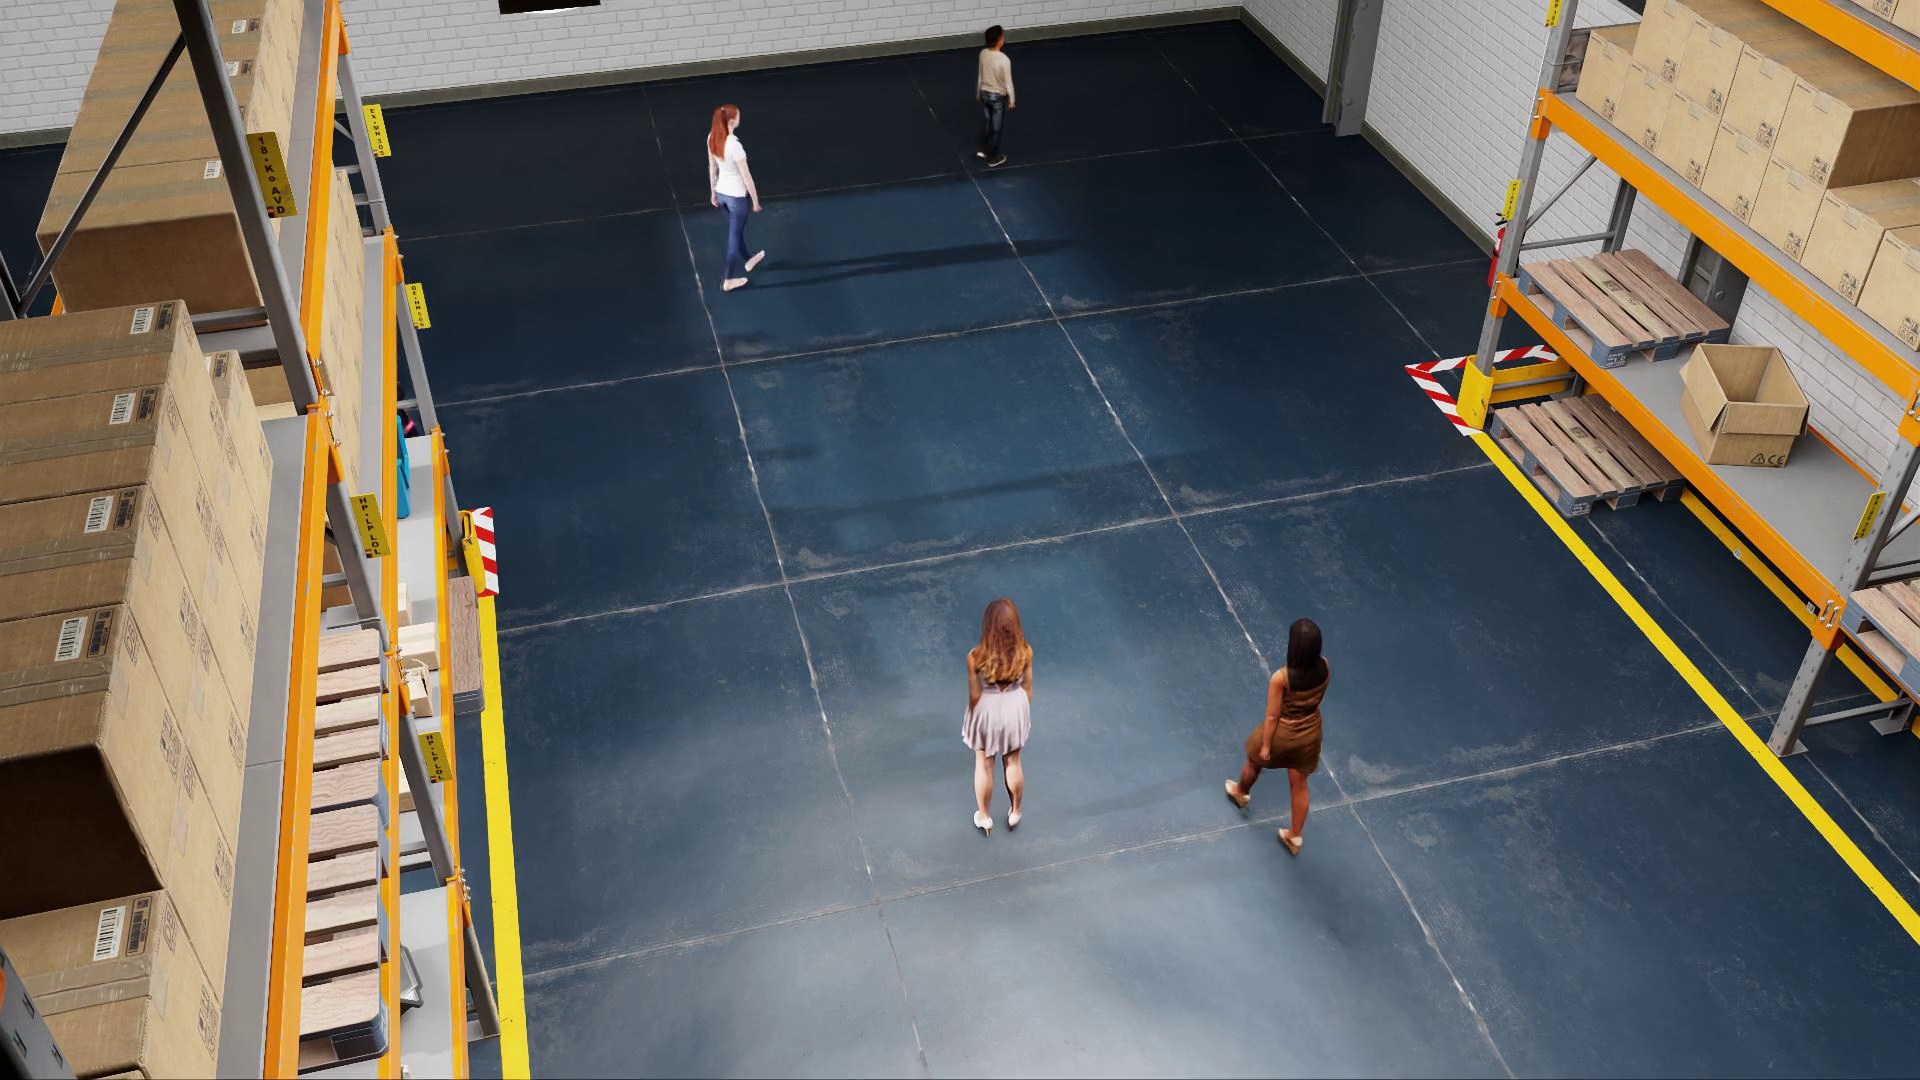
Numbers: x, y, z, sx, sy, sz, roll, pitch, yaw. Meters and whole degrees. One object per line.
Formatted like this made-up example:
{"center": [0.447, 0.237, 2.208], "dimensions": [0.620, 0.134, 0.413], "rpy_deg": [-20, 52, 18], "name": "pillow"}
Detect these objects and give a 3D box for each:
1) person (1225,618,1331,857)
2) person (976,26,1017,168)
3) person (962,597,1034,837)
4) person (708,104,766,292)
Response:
{"center": [1.943, 1.188, 9.565], "dimensions": [0.682, 1.661, 0.916], "rpy_deg": [-16, 41, -20], "name": "person"}
{"center": [0.291, -4.448, 16.789], "dimensions": [0.648, 1.452, 0.726], "rpy_deg": [26, 45, 29], "name": "person"}
{"center": [0.225, 1.046, 9.655], "dimensions": [0.579, 1.769, 0.594], "rpy_deg": [-6, 39, -7], "name": "person"}
{"center": [-2.077, -3.011, 14.774], "dimensions": [0.912, 1.721, 0.920], "rpy_deg": [27, 46, 30], "name": "person"}
